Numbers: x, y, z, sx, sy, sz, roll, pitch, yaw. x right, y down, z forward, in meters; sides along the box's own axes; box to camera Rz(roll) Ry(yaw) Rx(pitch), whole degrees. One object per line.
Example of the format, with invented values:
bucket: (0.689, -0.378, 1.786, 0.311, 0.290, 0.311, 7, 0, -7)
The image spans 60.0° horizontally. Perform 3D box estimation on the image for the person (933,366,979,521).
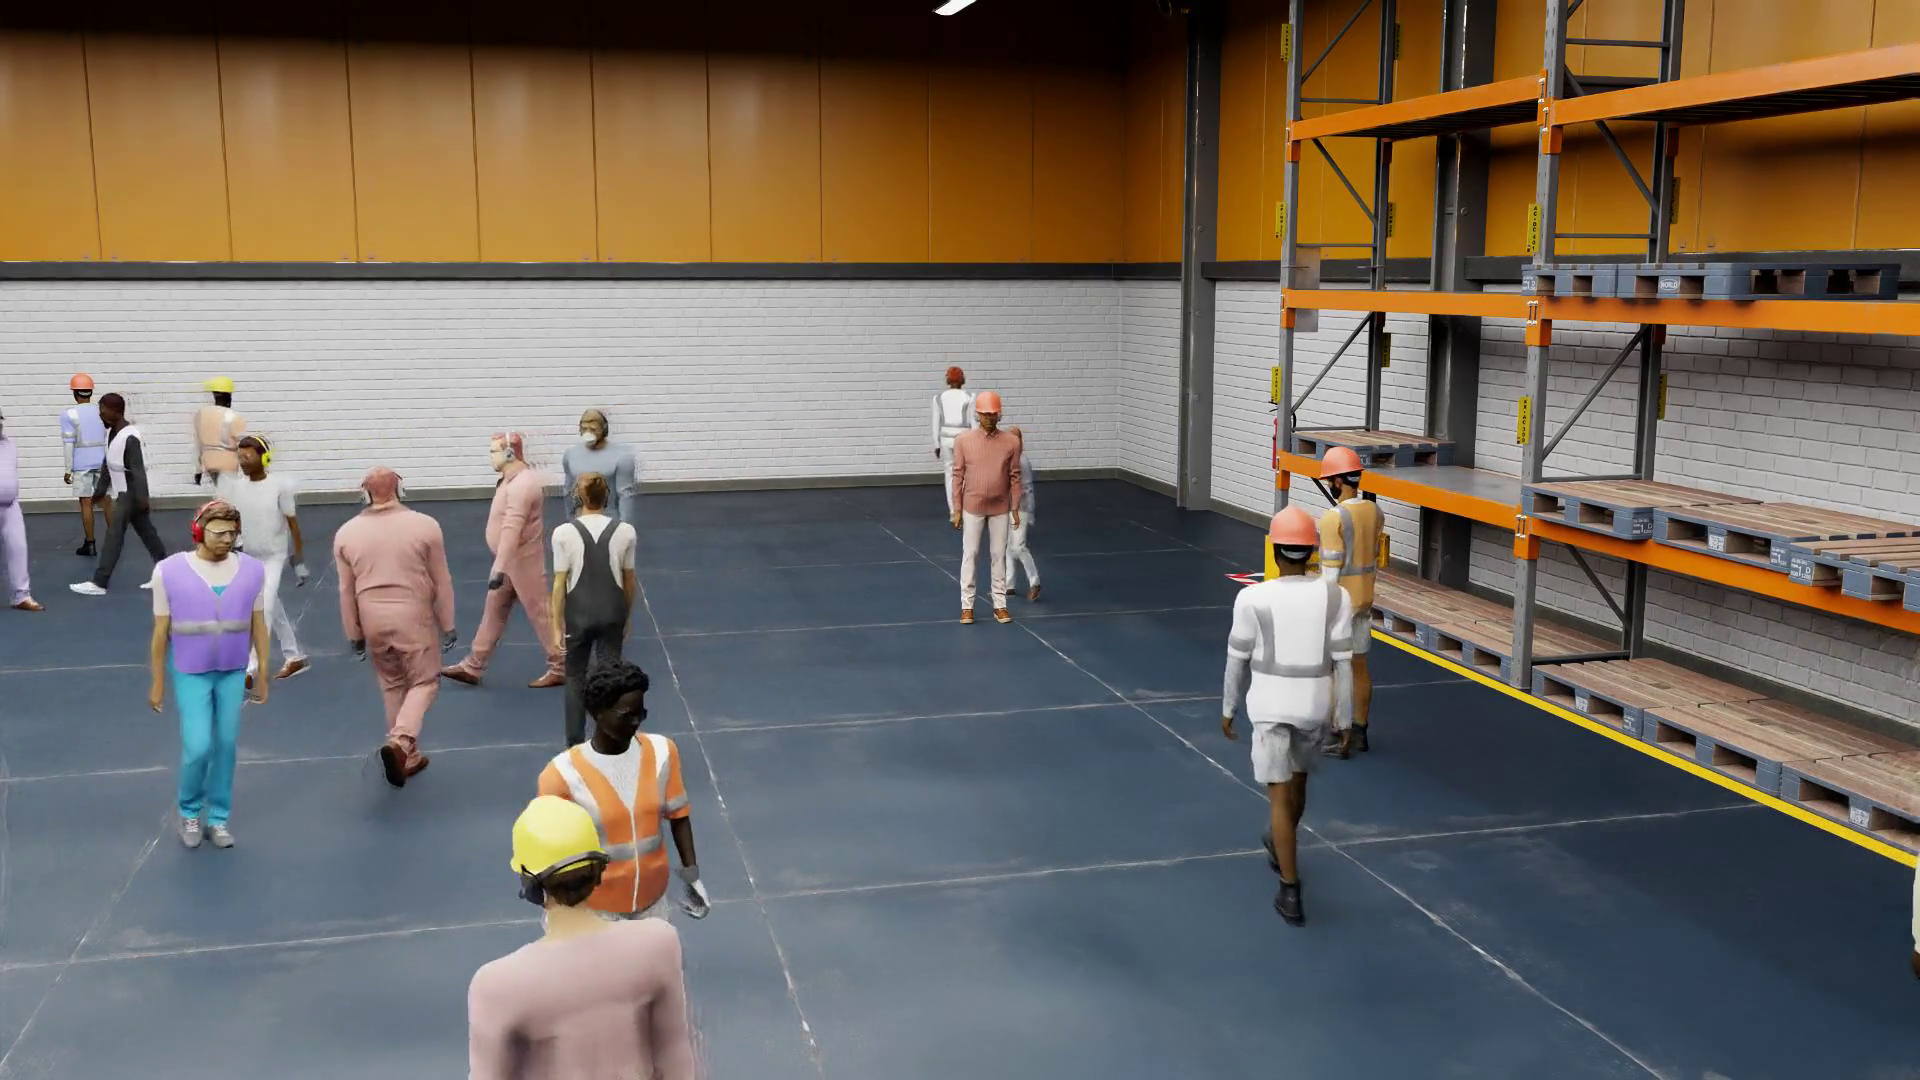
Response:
person: (-0.035, -1.159, 20.055, 0.616, 1.875, 0.446, 3, 10, 19)

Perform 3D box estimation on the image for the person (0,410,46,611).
person: (-8.607, -0.287, 14.682, 0.870, 1.873, 0.654, 3, 10, 19)

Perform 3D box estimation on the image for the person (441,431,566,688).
person: (-3.265, 0.164, 11.866, 0.965, 1.863, 0.646, -4, 10, -23)

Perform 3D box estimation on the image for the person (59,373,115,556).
person: (-9.228, -0.797, 17.613, 0.379, 1.938, 0.547, 7, 12, 38)

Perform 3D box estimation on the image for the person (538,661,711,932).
person: (-1.198, 1.227, 5.779, 0.548, 1.677, 0.543, -8, 12, -40)

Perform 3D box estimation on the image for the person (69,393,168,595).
person: (-7.873, -0.427, 15.515, 0.995, 1.864, 0.595, -7, 11, -37)

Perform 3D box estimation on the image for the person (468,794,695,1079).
person: (-0.908, 1.472, 4.020, 0.557, 1.746, 0.392, -6, 11, -32)

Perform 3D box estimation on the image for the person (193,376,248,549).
person: (-7.780, -0.795, 17.739, 0.609, 1.885, 0.903, 2, 9, 14)

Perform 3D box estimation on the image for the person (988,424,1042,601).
person: (0.500, -0.256, 15.236, 0.420, 1.627, 0.652, -4, 10, -25)

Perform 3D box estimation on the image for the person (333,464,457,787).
person: (-3.286, 0.509, 9.655, 0.664, 1.882, 0.693, 0, 9, 3)

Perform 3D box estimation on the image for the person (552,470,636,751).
person: (-2.189, 0.487, 9.955, 0.516, 1.818, 0.645, -3, 10, -18)

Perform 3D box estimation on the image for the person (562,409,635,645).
person: (-2.888, -0.063, 13.079, 0.646, 1.912, 0.800, 2, 9, 14)

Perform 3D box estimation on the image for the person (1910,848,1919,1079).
person: (3.390, 1.256, 5.242, 0.609, 1.796, 0.865, -4, 10, -25)

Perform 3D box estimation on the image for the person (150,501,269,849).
person: (-3.871, 0.701, 8.618, 0.448, 1.819, 0.604, 9, 13, 44)

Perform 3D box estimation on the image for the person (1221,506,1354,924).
person: (1.532, 0.777, 7.929, 0.573, 1.888, 0.961, -1, 9, -4)

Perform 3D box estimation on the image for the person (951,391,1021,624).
person: (0.227, -0.279, 14.203, 0.609, 1.995, 0.375, -1, 9, -9)

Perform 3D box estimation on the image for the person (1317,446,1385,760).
person: (2.353, 0.387, 10.260, 0.543, 1.928, 0.372, -9, 12, -43)

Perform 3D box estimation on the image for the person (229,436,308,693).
person: (-5.063, 0.168, 11.939, 0.559, 1.817, 0.970, 2, 9, 15)
